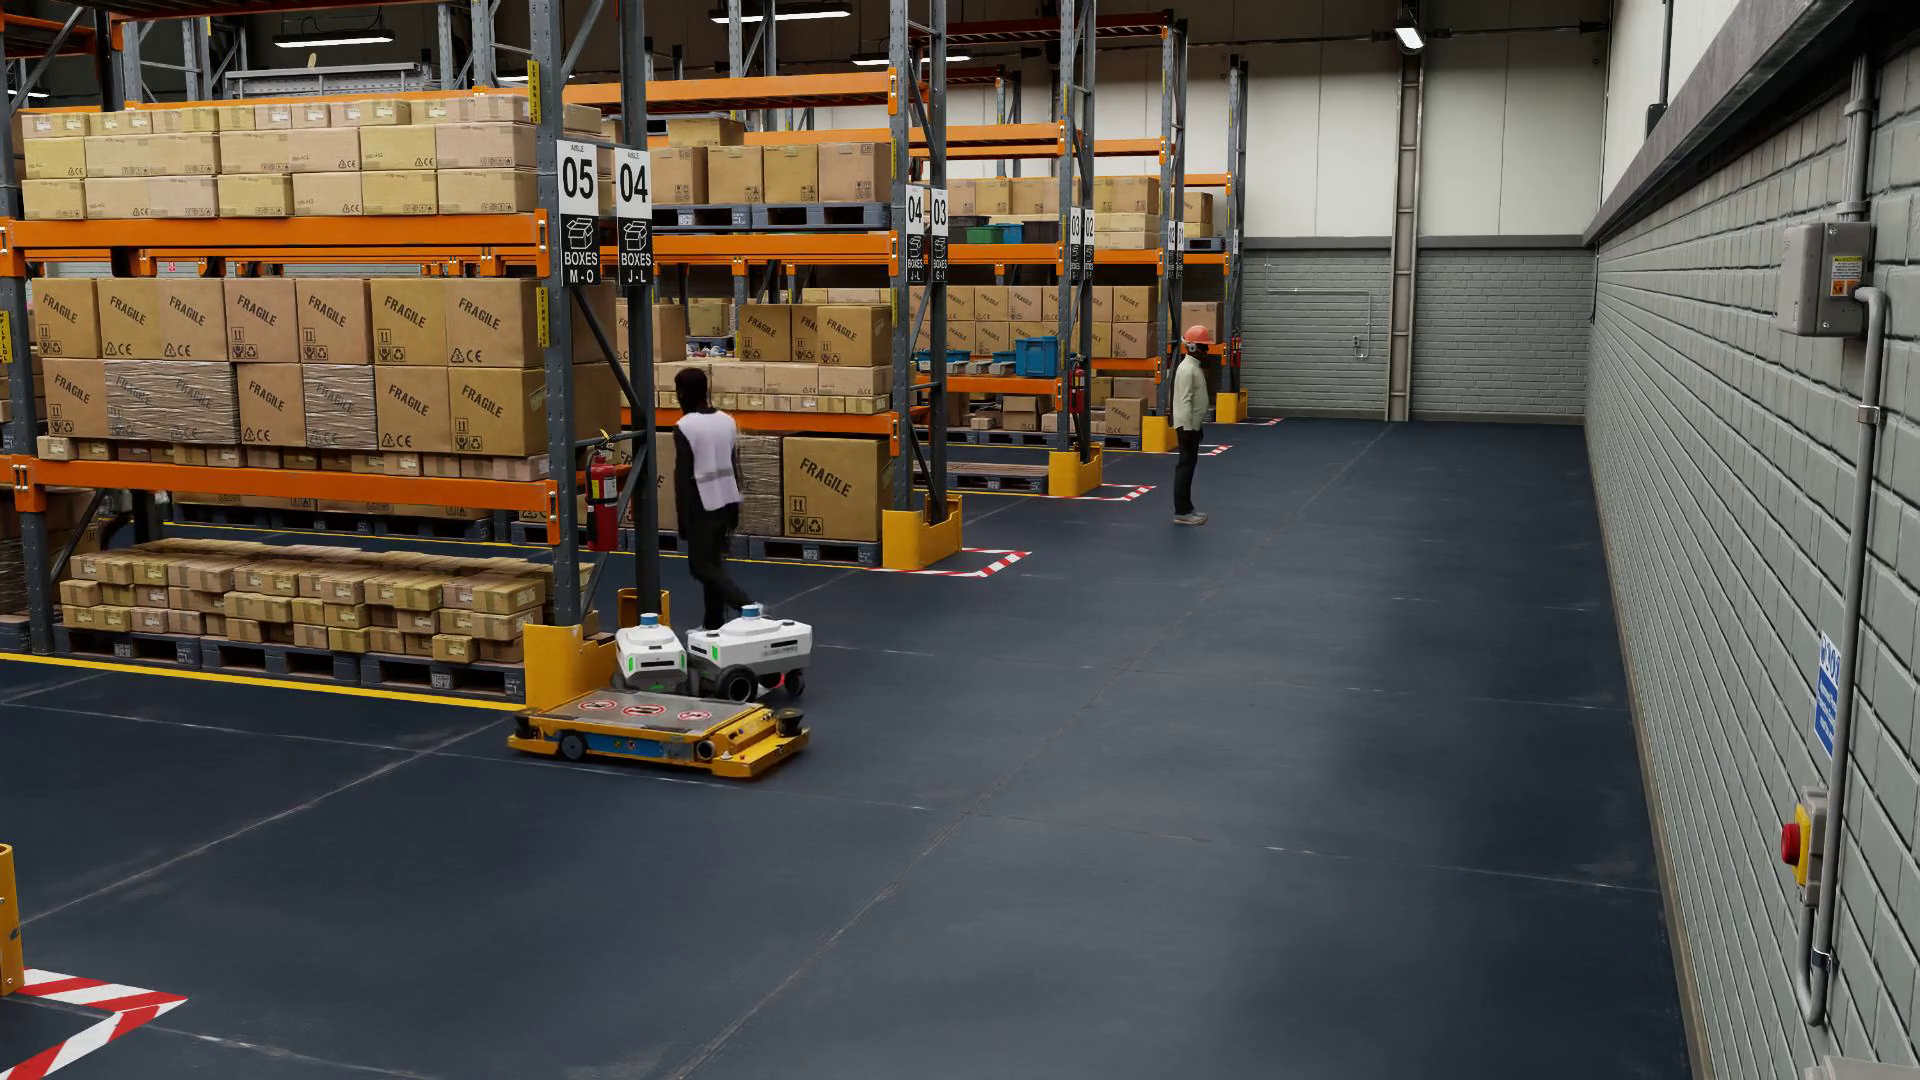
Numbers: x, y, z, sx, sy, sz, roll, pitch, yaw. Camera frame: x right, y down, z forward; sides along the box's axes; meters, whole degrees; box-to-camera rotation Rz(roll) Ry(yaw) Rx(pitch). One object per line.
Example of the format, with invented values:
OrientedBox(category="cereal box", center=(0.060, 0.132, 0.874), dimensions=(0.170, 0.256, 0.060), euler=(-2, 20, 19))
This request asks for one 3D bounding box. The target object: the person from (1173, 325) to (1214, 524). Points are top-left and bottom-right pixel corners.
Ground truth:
OrientedBox(category="person", center=(2.333, -1.151, 16.679), dimensions=(0.403, 1.987, 0.610), euler=(2, 9, 15))

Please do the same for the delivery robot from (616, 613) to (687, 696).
OrientedBox(category="delivery robot", center=(-1.772, 0.661, 9.525), dimensions=(0.477, 0.478, 0.707), euler=(-3, 10, -17))

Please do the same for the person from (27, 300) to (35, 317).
OrientedBox(category="person", center=(-17.822, -3.638, 32.183), dimensions=(1.025, 1.999, 0.621), euler=(-1, 9, -6))

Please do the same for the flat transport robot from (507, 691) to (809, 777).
OrientedBox(category="flat transport robot", center=(-1.571, 0.985, 8.677), dimensions=(1.431, 0.197, 0.652), euler=(4, 10, 21))

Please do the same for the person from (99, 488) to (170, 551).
OrientedBox(category="person", center=(-6.733, -0.596, 13.466), dimensions=(0.826, 1.915, 0.553), euler=(5, 10, 26))

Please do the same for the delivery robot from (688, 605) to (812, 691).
OrientedBox(category="delivery robot", center=(-1.222, 0.625, 9.753), dimensions=(0.707, 0.478, 0.477), euler=(-7, 12, -38))

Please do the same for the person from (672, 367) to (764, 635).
OrientedBox(category="person", center=(-1.625, -0.215, 11.145), dimensions=(0.704, 1.890, 0.614), euler=(5, 10, 29))
